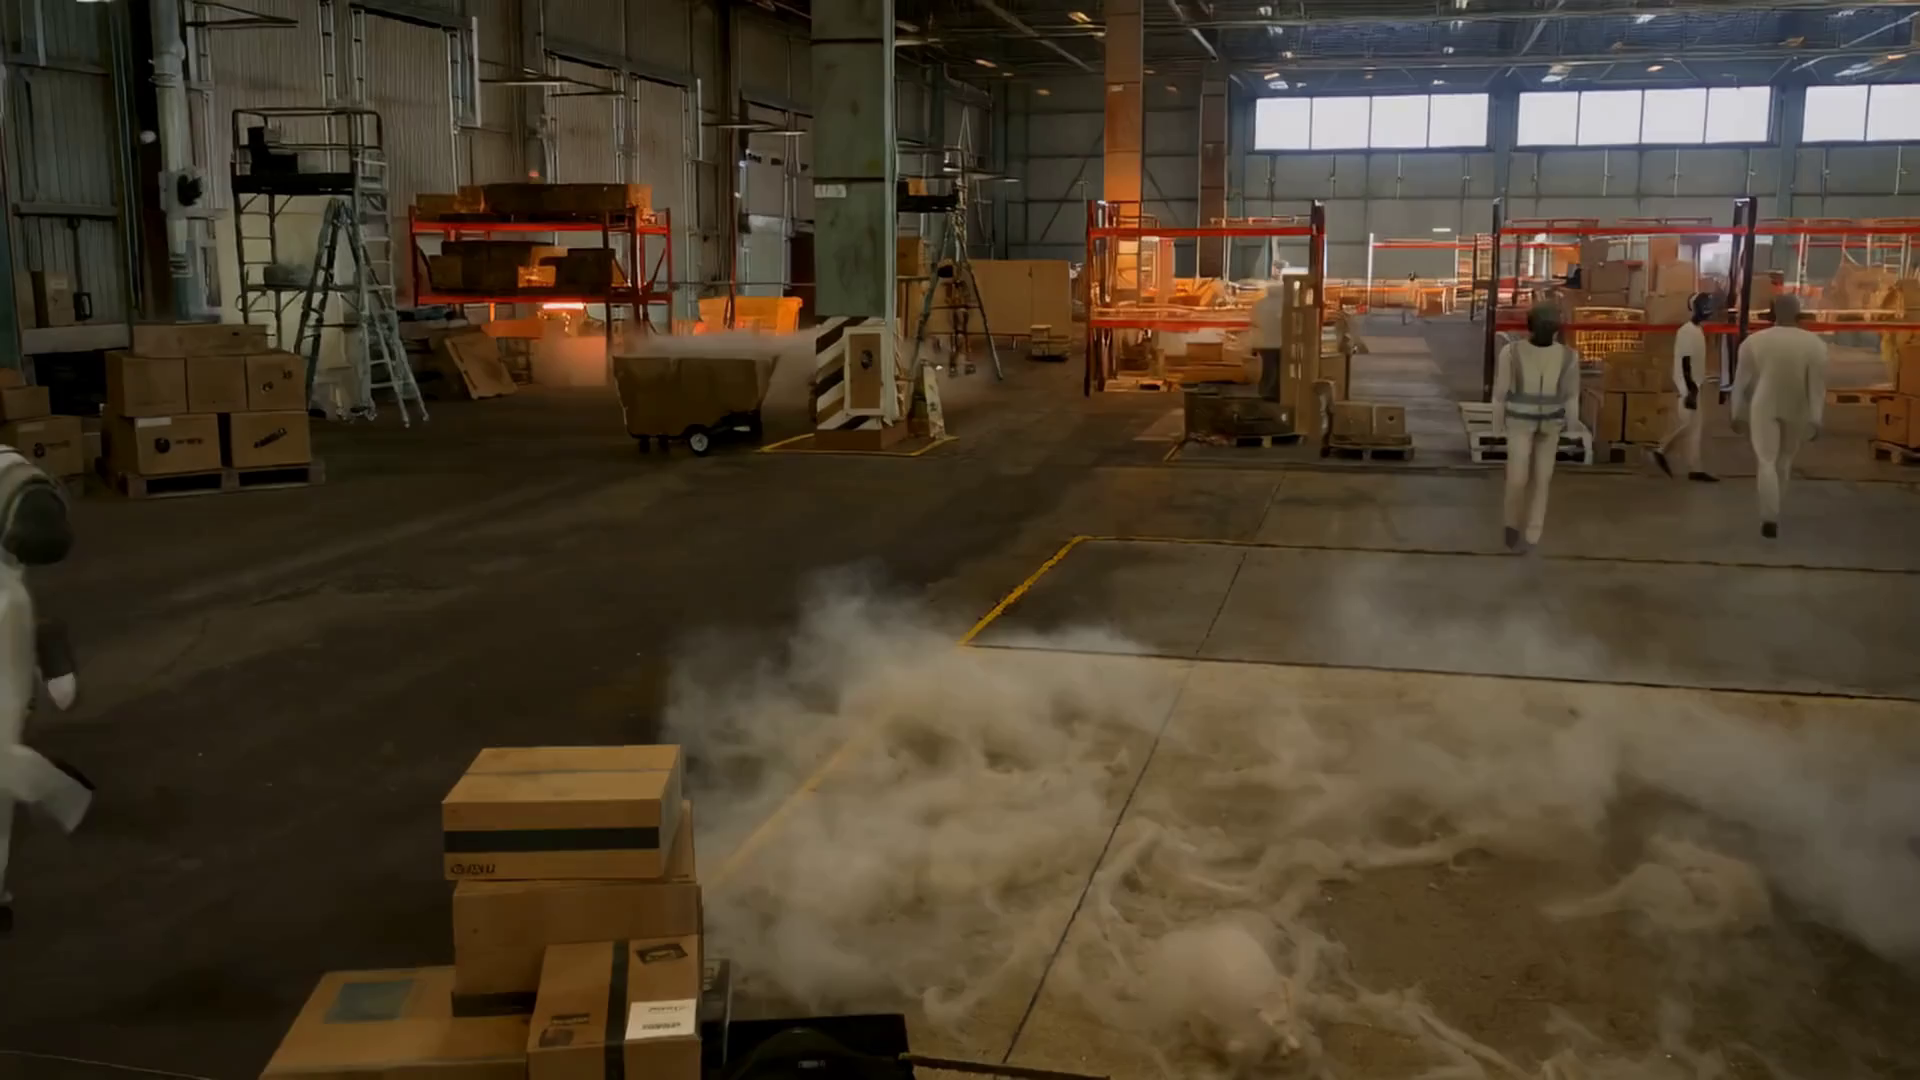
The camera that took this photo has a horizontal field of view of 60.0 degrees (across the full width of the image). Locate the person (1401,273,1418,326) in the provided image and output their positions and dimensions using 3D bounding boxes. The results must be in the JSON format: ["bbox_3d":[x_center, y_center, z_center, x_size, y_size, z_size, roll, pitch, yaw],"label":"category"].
[{"bbox_3d":[14.458,-7.722,53.407,0.542,1.660,0.790,7,12,37],"label":"person"}]

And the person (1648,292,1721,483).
[{"bbox_3d":[7.112,-1.484,16.165,0.623,1.847,0.565,6,11,31],"label":"person"}]

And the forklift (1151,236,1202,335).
[{"bbox_3d":[5.866,-7.214,46.878,1.873,2.768,1.129,2,10,14],"label":"forklift"}]

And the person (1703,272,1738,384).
[{"bbox_3d":[13.121,-3.650,28.713,0.367,1.931,0.631,-3,10,-17],"label":"person"}]

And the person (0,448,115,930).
[{"bbox_3d":[-3.161,0.353,5.475,0.625,1.814,0.827,4,10,21],"label":"person"}]

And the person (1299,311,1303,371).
[{"bbox_3d":[6.679,-4.091,31.861,0.321,1.736,0.485,7,12,35],"label":"person"}]

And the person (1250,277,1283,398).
[{"bbox_3d":[4.387,-2.768,23.553,0.471,1.905,0.597,-4,11,-24],"label":"person"}]

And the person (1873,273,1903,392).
[{"bbox_3d":[15.174,-3.385,27.151,0.374,1.931,0.624,6,11,30],"label":"person"}]

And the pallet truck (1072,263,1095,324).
[{"bbox_3d":[4.325,-8.180,55.162,0.823,1.965,1.885,6,11,31],"label":"pallet truck"}]

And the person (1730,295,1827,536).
[{"bbox_3d":[6.484,-1.000,13.232,0.646,1.878,1.041,3,10,20],"label":"person"}]

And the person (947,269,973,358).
[{"bbox_3d":[-0.020,-4.949,36.347,0.569,1.924,0.496,-2,10,-11],"label":"person"}]

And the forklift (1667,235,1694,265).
[{"bbox_3d":[21.149,-7.581,49.039,1.129,2.768,1.873,-7,12,-35],"label":"forklift"}]

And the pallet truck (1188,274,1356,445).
[{"bbox_3d":[3.653,-2.138,19.590,1.885,1.965,0.823,-4,10,-20],"label":"pallet truck"}]

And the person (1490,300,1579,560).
[{"bbox_3d":[4.146,-0.786,11.992,0.607,1.871,0.413,1,10,4],"label":"person"}]
